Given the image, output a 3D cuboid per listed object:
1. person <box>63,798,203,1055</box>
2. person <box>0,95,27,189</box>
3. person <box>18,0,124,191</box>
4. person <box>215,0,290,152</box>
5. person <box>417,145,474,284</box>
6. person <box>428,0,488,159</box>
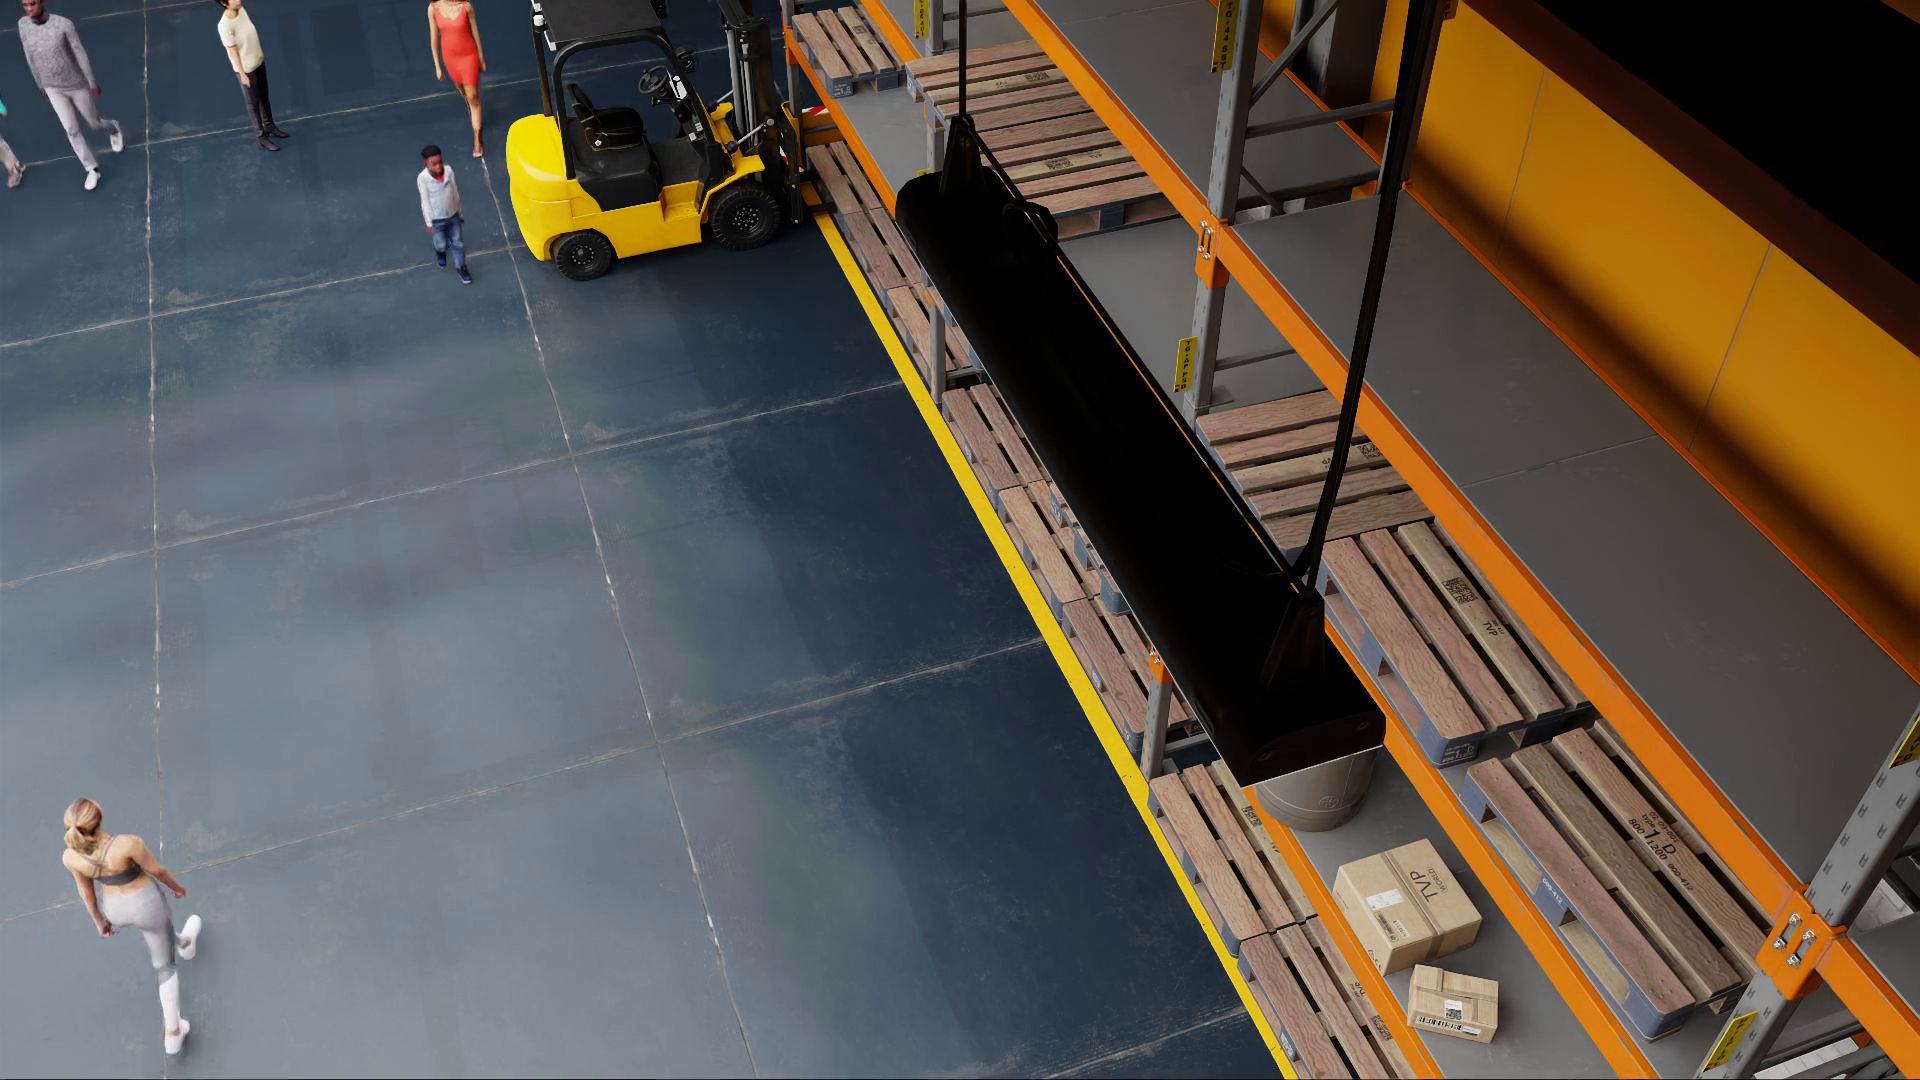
[{"bbox_3d":[-4.308,2.007,8.704,0.746,1.663,1.186,-5,44,-5],"label":"person"},{"bbox_3d":[-8.871,-3.954,15.100,0.688,1.472,0.737,-3,44,-3],"label":"person"},{"bbox_3d":[-8.047,-4.151,15.055,0.877,1.819,1.098,-2,44,-2],"label":"person"},{"bbox_3d":[-6.633,-4.423,15.510,0.717,1.587,0.579,6,44,6],"label":"person"},{"bbox_3d":[-4.380,-2.782,14.029,0.572,1.253,0.728,-24,49,-23],"label":"person"},{"bbox_3d":[-4.654,-4.515,15.536,0.781,1.685,1.174,-4,44,-4],"label":"person"}]
